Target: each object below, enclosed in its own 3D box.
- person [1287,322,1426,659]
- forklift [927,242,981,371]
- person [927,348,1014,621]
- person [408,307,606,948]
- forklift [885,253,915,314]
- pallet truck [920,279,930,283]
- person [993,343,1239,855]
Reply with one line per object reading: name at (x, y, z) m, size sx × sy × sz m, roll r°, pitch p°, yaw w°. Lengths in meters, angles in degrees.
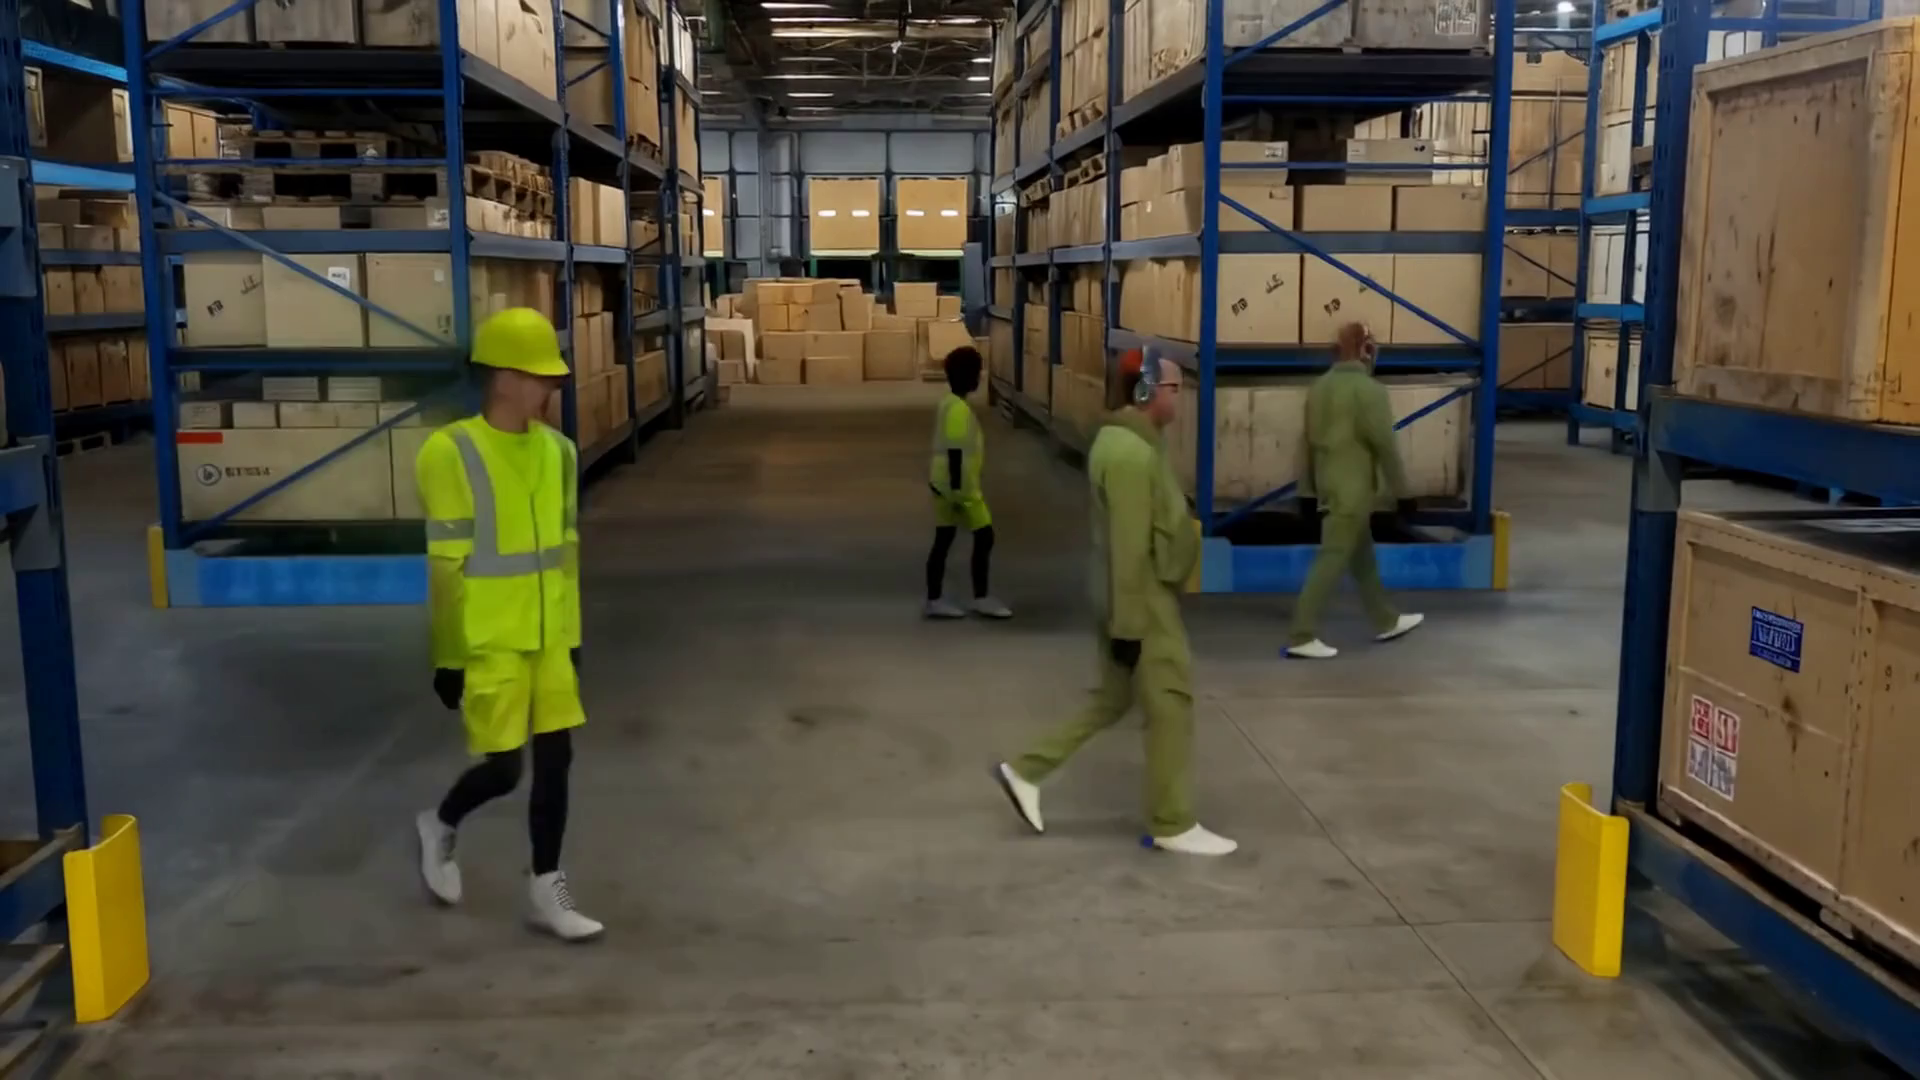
person at (2.242, -0.272, 9.252) m, size 0.994 × 1.856 × 0.647 m, roll -3°, pitch 9°, yaw -16°
forklift at (0.257, -5.104, 36.376) m, size 1.873 × 2.768 × 1.129 m, roll 1°, pitch 9°, yaw 5°
person at (0.089, -0.331, 10.146) m, size 0.656 × 1.671 × 0.558 m, roll -1°, pitch 9°, yaw -6°
person at (-1.450, 0.281, 5.240) m, size 0.623 × 2.023 × 0.611 m, roll 6°, pitch 11°, yaw 32°
forklift at (-1.966, -8.022, 54.704) m, size 1.129 × 2.768 × 1.873 m, roll -5°, pitch 10°, yaw -30°
pallet truck at (-0.932, -8.922, 63.114) m, size 1.885 × 1.965 × 0.823 m, roll 2°, pitch 9°, yaw 13°
person at (0.571, 0.221, 6.074) m, size 0.831 × 1.885 × 0.640 m, roll 0°, pitch 9°, yaw -2°
